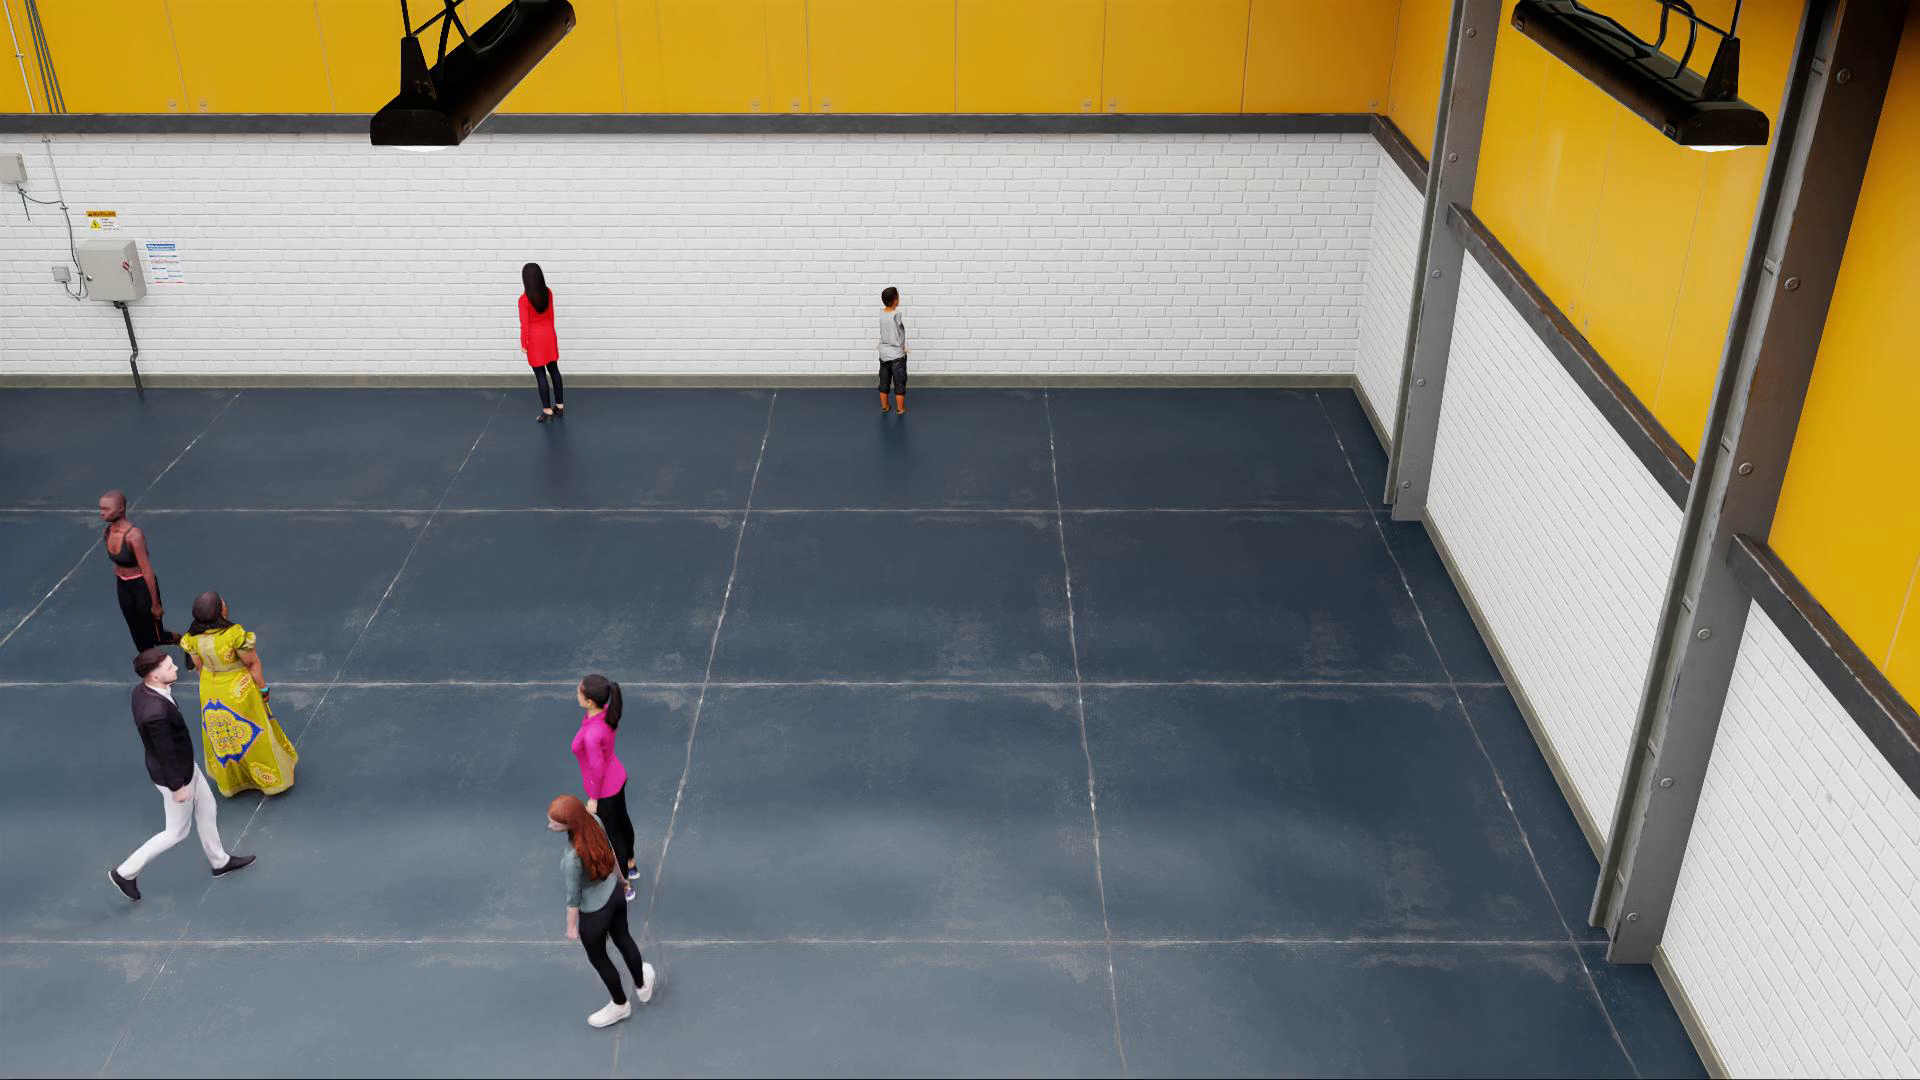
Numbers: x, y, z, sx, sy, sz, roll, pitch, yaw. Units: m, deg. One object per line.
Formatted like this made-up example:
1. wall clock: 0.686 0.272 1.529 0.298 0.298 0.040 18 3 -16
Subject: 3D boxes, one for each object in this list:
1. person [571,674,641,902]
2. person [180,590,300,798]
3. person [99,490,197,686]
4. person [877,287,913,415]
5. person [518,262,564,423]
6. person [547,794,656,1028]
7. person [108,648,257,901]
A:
1. person: -2.282 1.591 10.776 0.650 1.698 0.514 2 29 4
2. person: -5.132 1.083 11.747 0.858 1.660 0.773 2 29 4
3. person: -6.300 0.382 12.944 0.804 1.744 0.955 13 31 22
4. person: -0.722 -2.058 17.719 0.646 1.456 0.641 13 31 23
5. person: -4.395 -2.077 17.449 0.796 1.747 0.719 19 34 30
6. person: -2.070 2.131 9.768 0.888 1.716 0.626 14 32 24
7. person: -5.193 1.539 10.751 1.098 1.814 1.163 -15 32 -26
